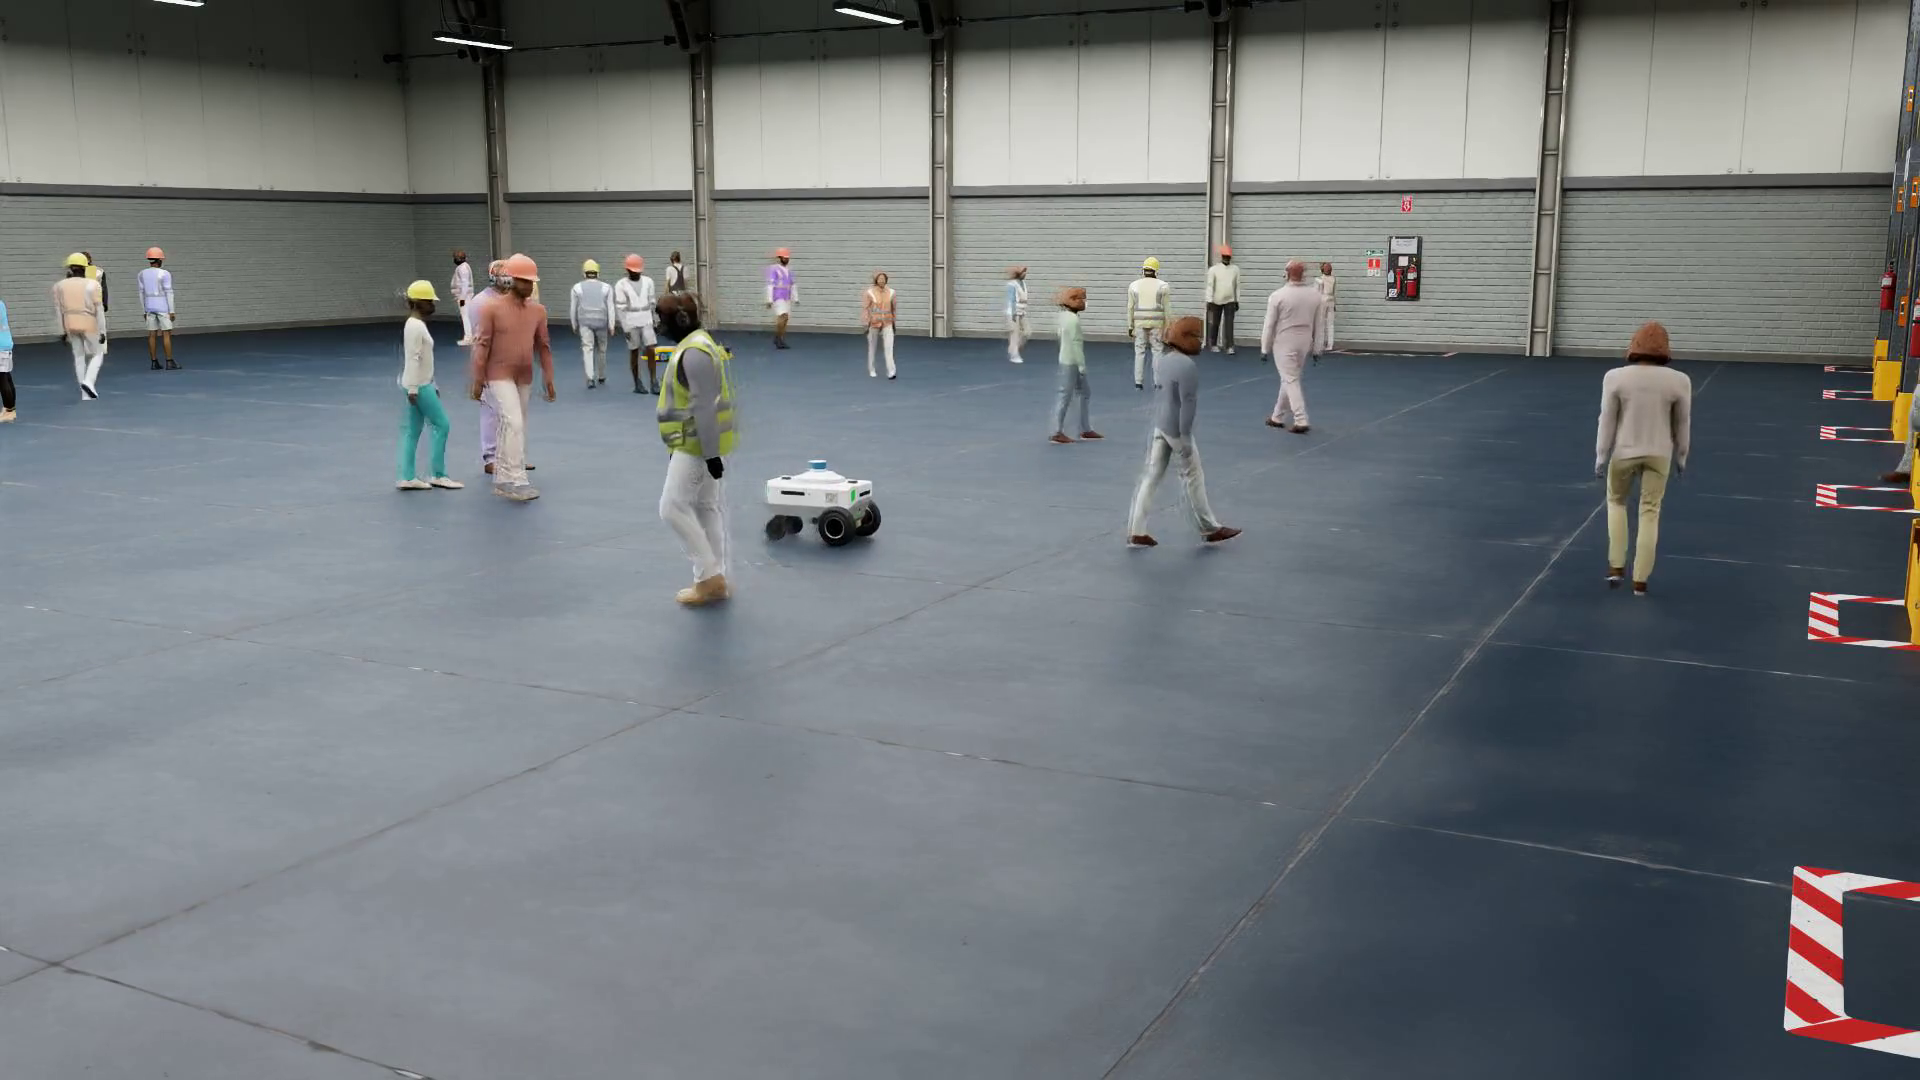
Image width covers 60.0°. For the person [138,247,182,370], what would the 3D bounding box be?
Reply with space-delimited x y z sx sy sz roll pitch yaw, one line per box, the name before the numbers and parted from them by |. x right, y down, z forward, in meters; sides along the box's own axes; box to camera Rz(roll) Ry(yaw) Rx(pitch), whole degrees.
person | -12.705 -3.660 26.370 0.546 1.939 0.375 2 11 8

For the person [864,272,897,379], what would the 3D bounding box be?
person | -1.190 -3.200 24.812 0.543 1.588 0.877 -3 11 -18

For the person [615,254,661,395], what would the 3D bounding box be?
person | -4.250 -2.851 22.141 0.611 1.870 0.855 -5 12 -26

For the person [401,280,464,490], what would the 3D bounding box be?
person | -4.411 -1.281 13.874 0.649 1.744 0.538 -3 11 -17

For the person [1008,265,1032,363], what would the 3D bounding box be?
person | 0.983 -3.768 27.800 0.365 1.624 0.528 7 12 33

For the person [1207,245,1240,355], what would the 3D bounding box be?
person | 4.730 -4.319 29.949 0.640 1.950 1.005 -1 10 -7

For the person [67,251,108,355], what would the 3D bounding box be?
person | -15.588 -4.230 29.752 0.629 1.839 0.429 -8 13 -36

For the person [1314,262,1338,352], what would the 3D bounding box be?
person | 6.701 -4.280 30.551 0.517 1.645 0.307 -5 11 -24

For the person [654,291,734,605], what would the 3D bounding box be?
person | -1.535 -0.526 9.643 0.440 1.819 0.639 -1 10 -4

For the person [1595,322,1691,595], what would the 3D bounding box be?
person | 4.094 -0.496 10.004 0.524 1.613 0.579 3 11 17

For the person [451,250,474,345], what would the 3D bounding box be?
person | -9.672 -4.704 32.341 0.430 1.838 0.624 -3 11 -14

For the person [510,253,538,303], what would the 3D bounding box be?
person | -6.132 -3.033 23.124 0.547 1.887 1.016 -2 11 -11

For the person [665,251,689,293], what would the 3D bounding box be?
person | -5.939 -5.160 34.938 0.946 1.804 0.524 10 14 44

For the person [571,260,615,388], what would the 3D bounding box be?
person | -5.178 -3.046 23.468 0.606 1.789 0.926 -2 11 -13

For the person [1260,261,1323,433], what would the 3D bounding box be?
person | 3.599 -2.105 18.128 0.659 1.860 0.980 -4 11 -22

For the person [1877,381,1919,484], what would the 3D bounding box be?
person | 8.419 -1.381 14.052 0.918 1.900 0.619 2 11 12

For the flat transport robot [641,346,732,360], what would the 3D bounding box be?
flat transport robot | -4.652 -3.184 28.321 1.431 0.197 0.652 1 10 5

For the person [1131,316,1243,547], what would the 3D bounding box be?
person | 1.535 -0.729 11.339 0.835 1.580 0.604 -3 11 -16

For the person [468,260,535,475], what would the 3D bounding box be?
person | -4.090 -1.550 14.952 0.401 1.910 0.641 5 12 28

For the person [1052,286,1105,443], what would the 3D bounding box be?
person | 1.249 -1.788 17.061 0.686 1.608 0.524 0 10 0

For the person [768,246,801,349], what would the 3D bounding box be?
person | -3.308 -4.531 31.178 0.495 1.914 0.559 7 13 34

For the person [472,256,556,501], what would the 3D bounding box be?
person | -3.519 -1.287 13.383 0.871 1.951 0.643 8 13 36

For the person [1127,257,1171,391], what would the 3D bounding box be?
person | 2.607 -2.967 22.879 0.600 1.829 0.404 3 11 15

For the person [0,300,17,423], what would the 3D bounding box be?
person | -10.973 -2.177 18.941 0.322 1.697 0.533 -3 11 -17

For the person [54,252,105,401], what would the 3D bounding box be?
person | -11.293 -2.729 21.378 0.585 1.912 0.465 -1 10 -7

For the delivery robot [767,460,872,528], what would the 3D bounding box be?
delivery robot | -0.987 -0.316 11.653 0.707 0.478 0.477 4 11 21
